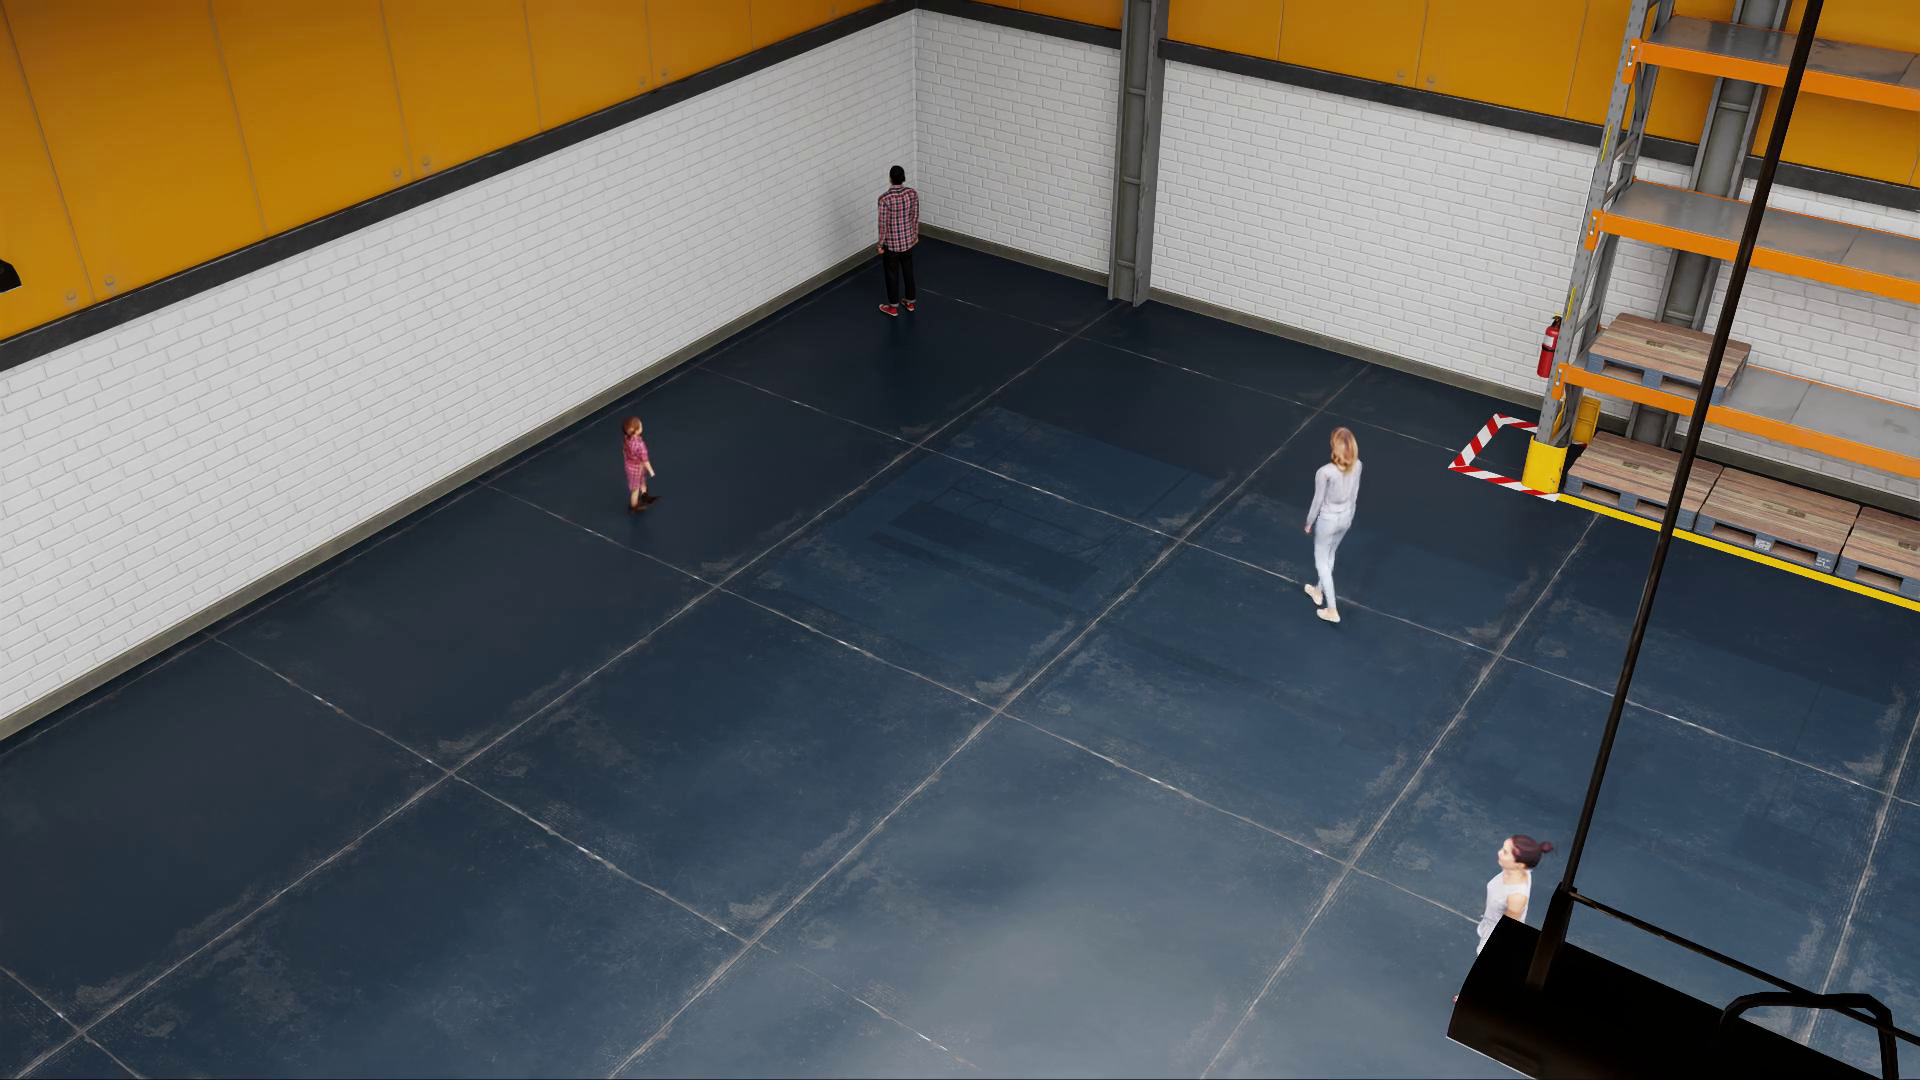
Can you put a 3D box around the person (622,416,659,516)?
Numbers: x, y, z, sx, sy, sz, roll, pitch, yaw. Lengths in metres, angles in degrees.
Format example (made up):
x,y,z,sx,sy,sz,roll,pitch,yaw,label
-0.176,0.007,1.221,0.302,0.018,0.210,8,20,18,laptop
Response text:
x,y,z,sx,sy,sz,roll,pitch,yaw,label
-3.036,-0.669,15.372,0.532,1.009,0.535,28,43,36,person

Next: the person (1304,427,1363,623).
x,y,z,sx,sy,sz,roll,pitch,yaw,label
3.117,-0.118,13.840,0.842,1.789,0.957,-15,36,-21,person

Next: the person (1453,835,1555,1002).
x,y,z,sx,sy,sz,roll,pitch,yaw,label
3.317,2.412,10.192,0.655,1.613,0.645,7,34,10,person

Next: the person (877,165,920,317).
x,y,z,sx,sy,sz,roll,pitch,yaw,label
-0.702,-3.399,18.801,0.768,1.761,0.730,-21,39,-28,person
